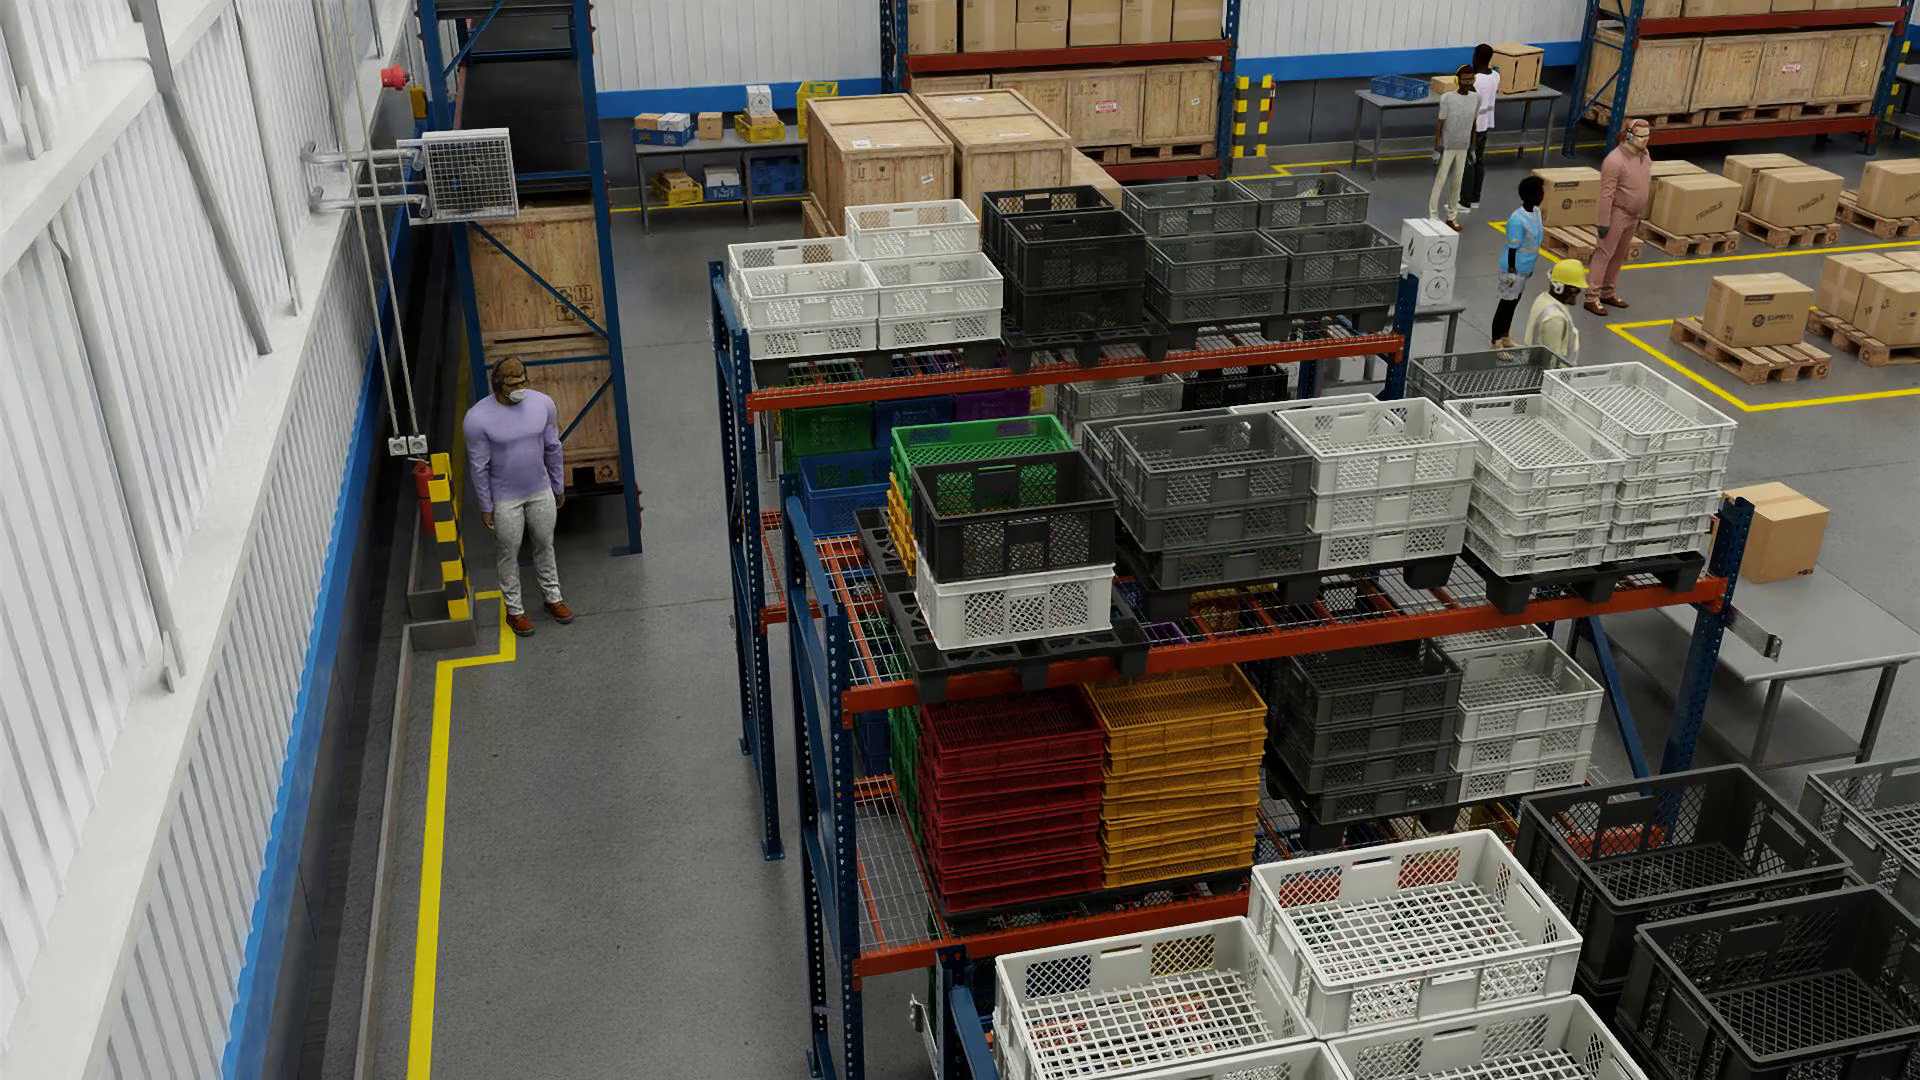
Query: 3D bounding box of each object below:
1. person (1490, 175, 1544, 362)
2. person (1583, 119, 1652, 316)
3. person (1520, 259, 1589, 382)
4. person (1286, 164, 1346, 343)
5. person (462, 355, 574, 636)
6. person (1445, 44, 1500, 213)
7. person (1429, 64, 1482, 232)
[{"bbox_3d":[5.115,-2.495,15.229,0.318,1.699,0.533,19,33,31],"label":"person"},{"bbox_3d":[6.485,-3.167,16.284,0.655,1.906,0.407,-20,34,-33],"label":"person"},{"bbox_3d":[4.507,-1.279,12.789,0.404,1.824,0.591,4,28,8],"label":"person"},{"bbox_3d":[3.252,-2.487,15.066,0.626,1.842,0.429,4,28,8],"label":"person"},{"bbox_3d":[-2.853,-0.303,10.828,0.625,1.933,0.374,-20,34,-33],"label":"person"},{"bbox_3d":[5.996,-4.782,19.336,0.375,1.917,0.599,23,36,37],"label":"person"},{"bbox_3d":[5.545,-4.374,18.612,0.513,1.872,0.328,-5,28,-9],"label":"person"}]
